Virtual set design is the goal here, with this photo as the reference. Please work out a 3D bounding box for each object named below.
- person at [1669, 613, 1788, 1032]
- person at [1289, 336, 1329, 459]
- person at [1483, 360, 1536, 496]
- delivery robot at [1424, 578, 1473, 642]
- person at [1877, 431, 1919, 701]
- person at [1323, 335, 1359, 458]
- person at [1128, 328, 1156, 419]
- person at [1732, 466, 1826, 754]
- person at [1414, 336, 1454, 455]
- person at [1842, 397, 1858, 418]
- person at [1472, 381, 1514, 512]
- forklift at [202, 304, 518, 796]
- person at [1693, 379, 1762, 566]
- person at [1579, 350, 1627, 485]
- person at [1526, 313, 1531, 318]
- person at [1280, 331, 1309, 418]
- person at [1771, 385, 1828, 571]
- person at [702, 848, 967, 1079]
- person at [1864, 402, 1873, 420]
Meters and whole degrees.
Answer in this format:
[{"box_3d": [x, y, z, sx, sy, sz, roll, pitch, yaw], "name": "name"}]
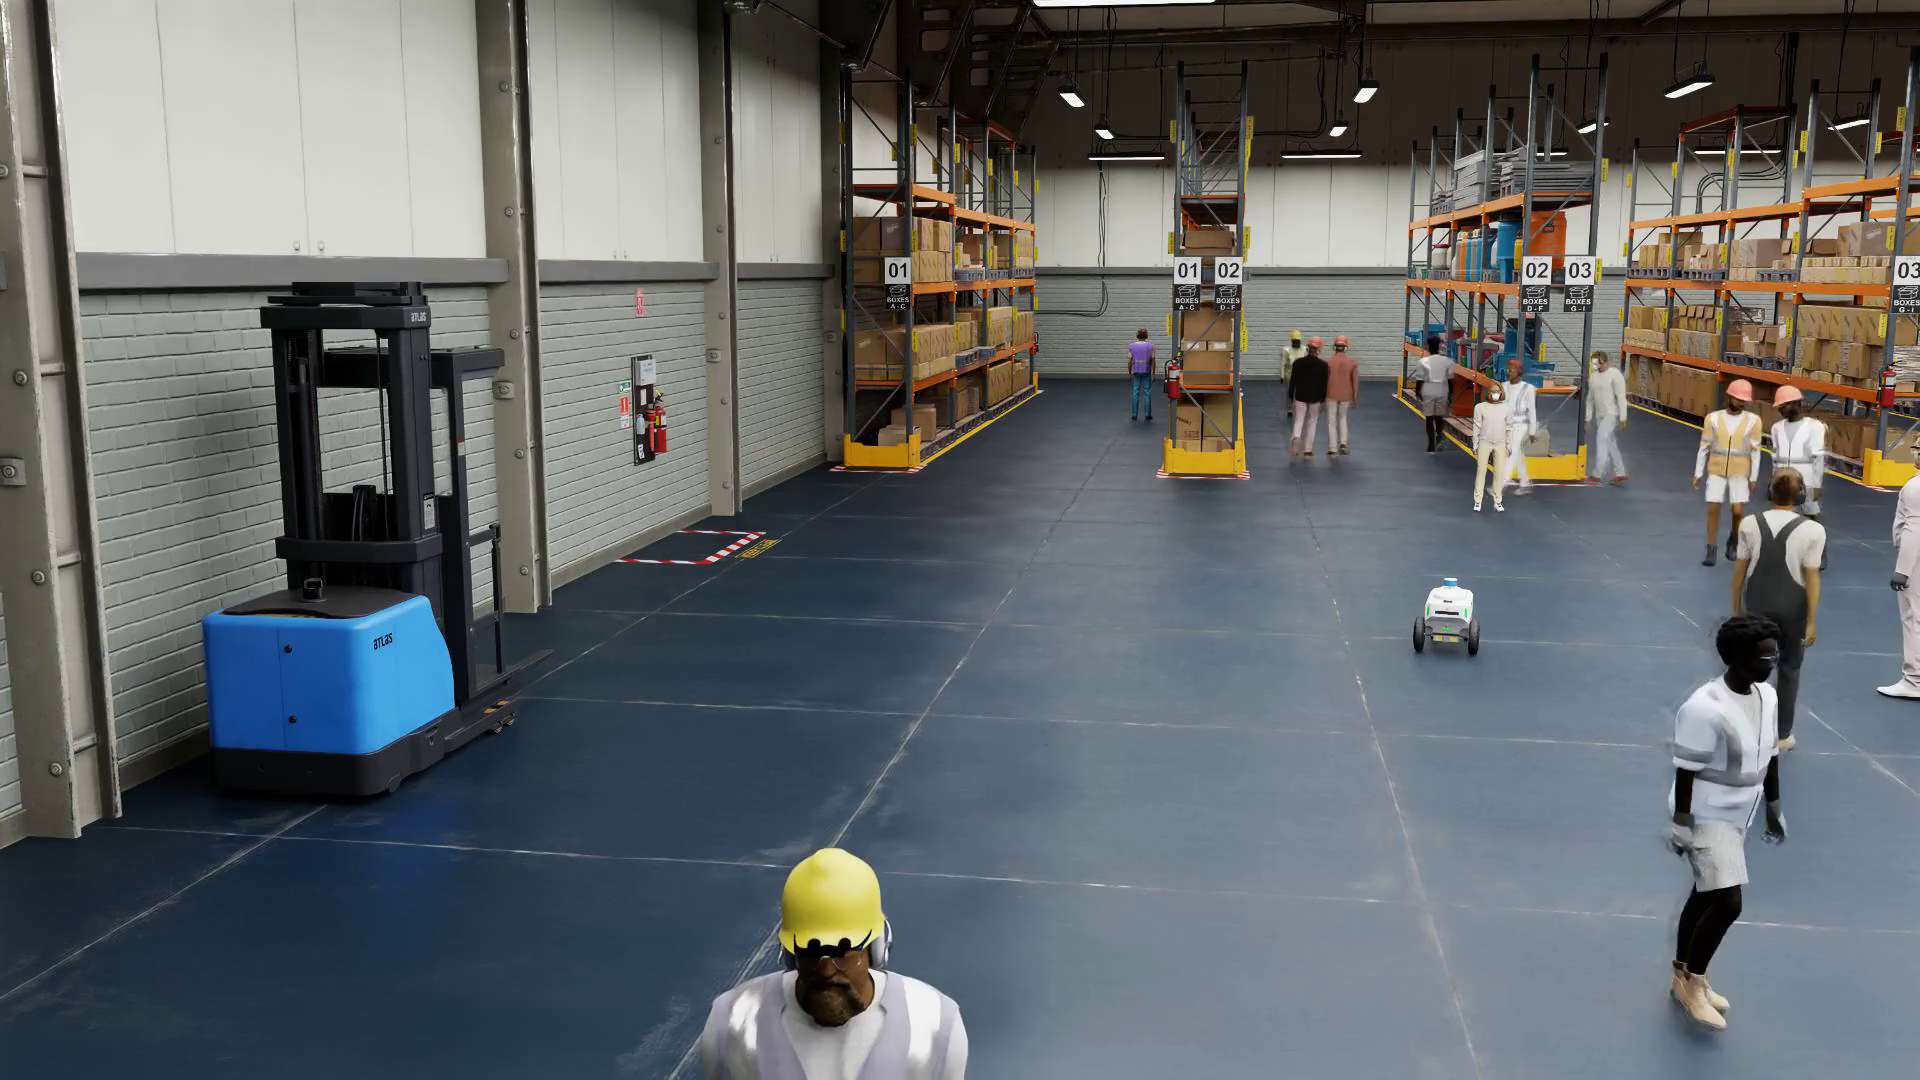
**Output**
[{"box_3d": [3.059, 1.108, 6.623, 0.551, 1.677, 0.488, -7, 12, -37], "name": "person"}, {"box_3d": [5.547, -2.265, 26.564, 0.629, 1.964, 0.708, 4, 10, 24], "name": "person"}, {"box_3d": [7.324, -1.474, 22.113, 1.010, 1.825, 0.597, -5, 10, -28], "name": "person"}, {"box_3d": [3.939, 0.550, 13.387, 0.477, 0.478, 0.707, 3, 10, 19], "name": "delivery robot"}, {"box_3d": [6.792, 0.168, 11.742, 0.652, 1.906, 0.402, -5, 11, -29], "name": "person"}, {"box_3d": [6.097, -2.321, 26.916, 0.633, 1.970, 0.499, -1, 9, -4], "name": "person"}, {"box_3d": [3.692, -3.378, 33.783, 0.565, 1.849, 0.389, 2, 9, 11], "name": "person"}, {"box_3d": [5.000, 0.456, 10.253, 0.511, 1.824, 0.772, 8, 12, 42], "name": "person"}, {"box_3d": [7.774, -2.378, 27.323, 0.623, 1.940, 0.447, -1, 9, -3], "name": "person"}, {"box_3d": [18.333, -3.407, 34.033, 0.662, 1.825, 0.542, 3, 10, 15], "name": "person"}, {"box_3d": [6.678, -1.175, 20.864, 0.500, 1.633, 0.285, 1, 9, 8], "name": "person"}, {"box_3d": [-3.673, -0.038, 10.147, 1.129, 2.768, 1.873, 1, 9, 9], "name": "forklift"}, {"box_3d": [7.855, -0.696, 17.043, 0.595, 1.924, 0.426, 5, 10, 29], "name": "person"}, {"box_3d": [9.017, -1.710, 23.396, 0.899, 1.882, 0.685, -2, 10, -14], "name": "person"}, {"box_3d": [13.683, -4.492, 40.241, 0.616, 1.987, 0.406, -5, 10, -28], "name": "person"}, {"box_3d": [6.812, -3.347, 33.799, 0.620, 1.777, 0.943, 1, 9, 7], "name": "person"}, {"box_3d": [8.351, -0.594, 16.539, 0.918, 1.889, 0.588, -7, 12, -37], "name": "person"}, {"box_3d": [-0.268, 1.534, 3.539, 0.587, 1.835, 0.404, -1, 9, -4], "name": "person"}, {"box_3d": [17.593, -3.139, 31.815, 0.615, 2.020, 0.879, 3, 10, 16], "name": "person"}]
